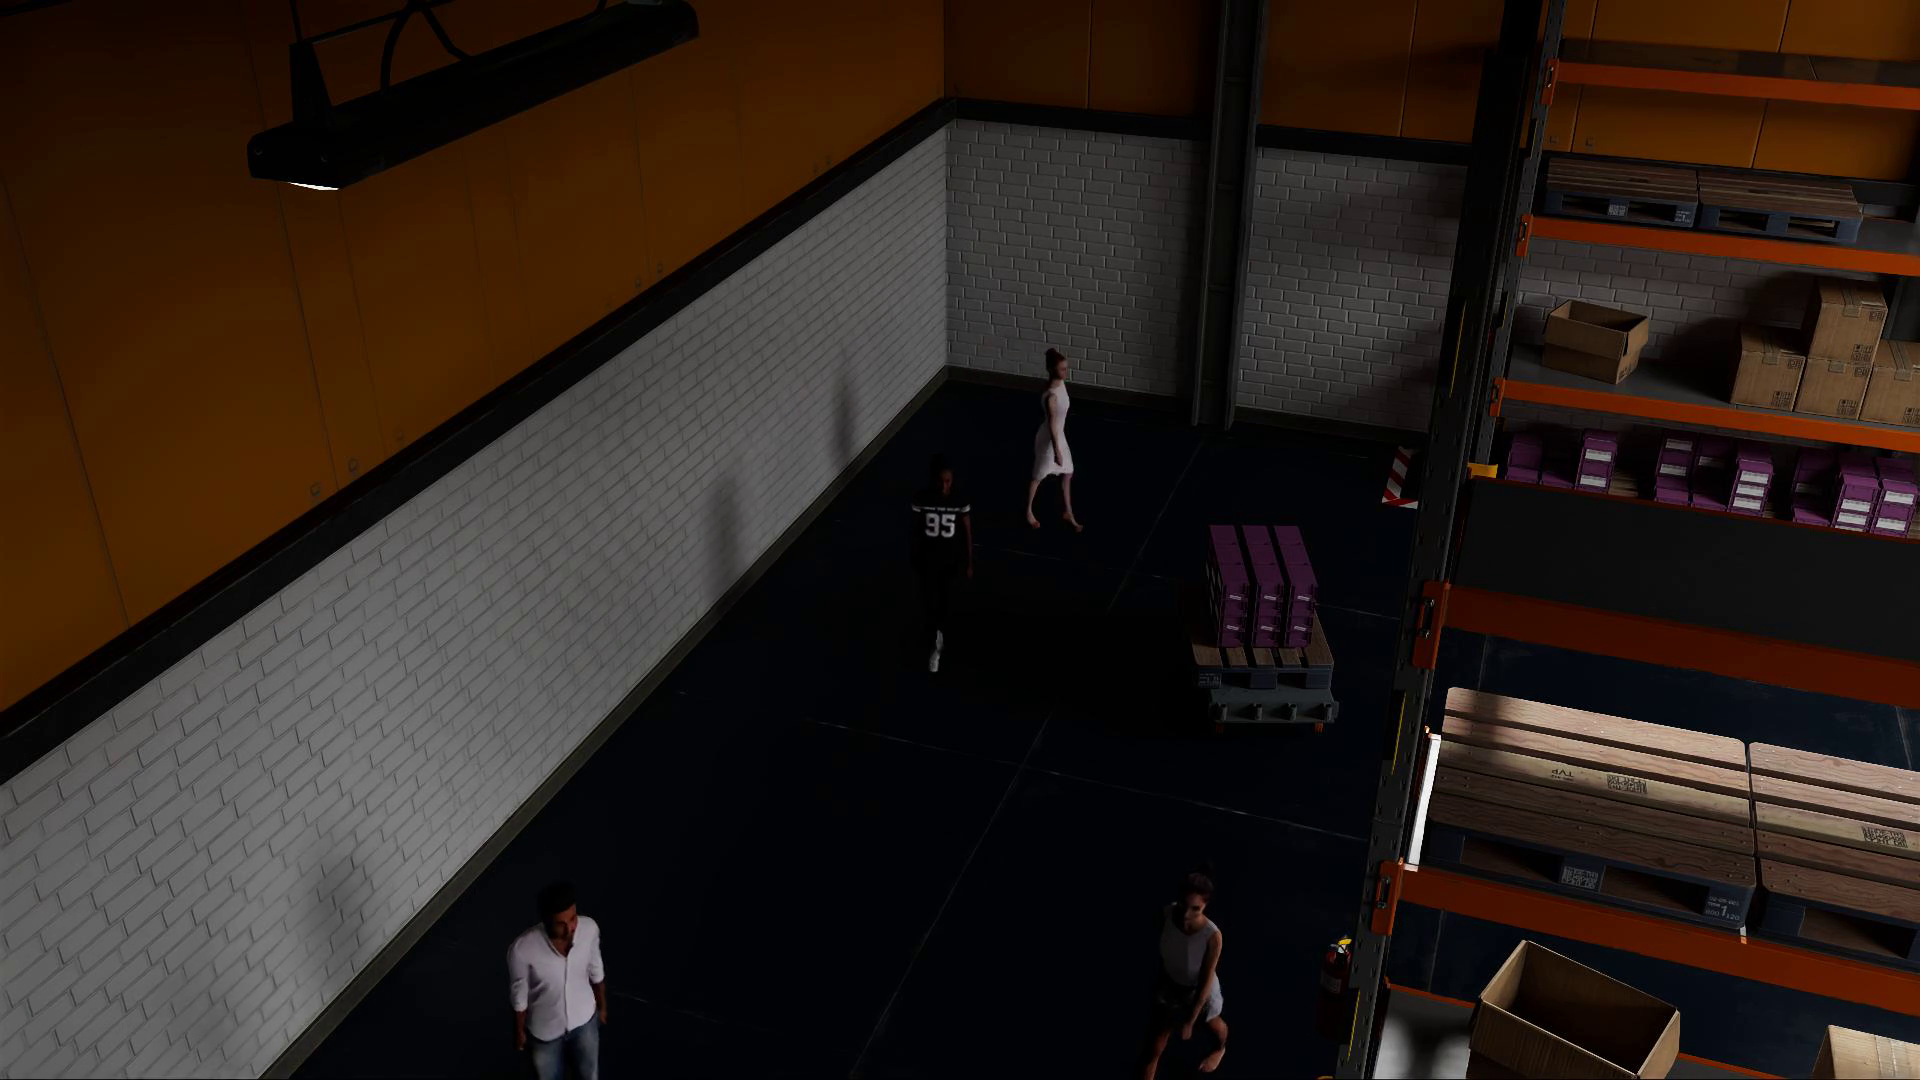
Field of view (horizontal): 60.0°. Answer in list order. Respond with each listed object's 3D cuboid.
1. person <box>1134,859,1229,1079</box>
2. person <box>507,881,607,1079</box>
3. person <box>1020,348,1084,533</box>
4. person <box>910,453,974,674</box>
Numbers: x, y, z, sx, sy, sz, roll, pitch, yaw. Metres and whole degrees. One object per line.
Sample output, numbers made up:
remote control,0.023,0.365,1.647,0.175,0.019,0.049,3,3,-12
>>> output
person,1.285,2.384,8.913,1.125,1.568,0.912,25,37,37
person,-2.104,2.413,8.642,0.976,1.778,1.068,-18,33,-29
person,0.709,-0.860,14.648,0.793,1.771,0.609,11,30,19
person,-0.171,0.097,12.954,0.926,1.715,0.909,-3,29,-6
